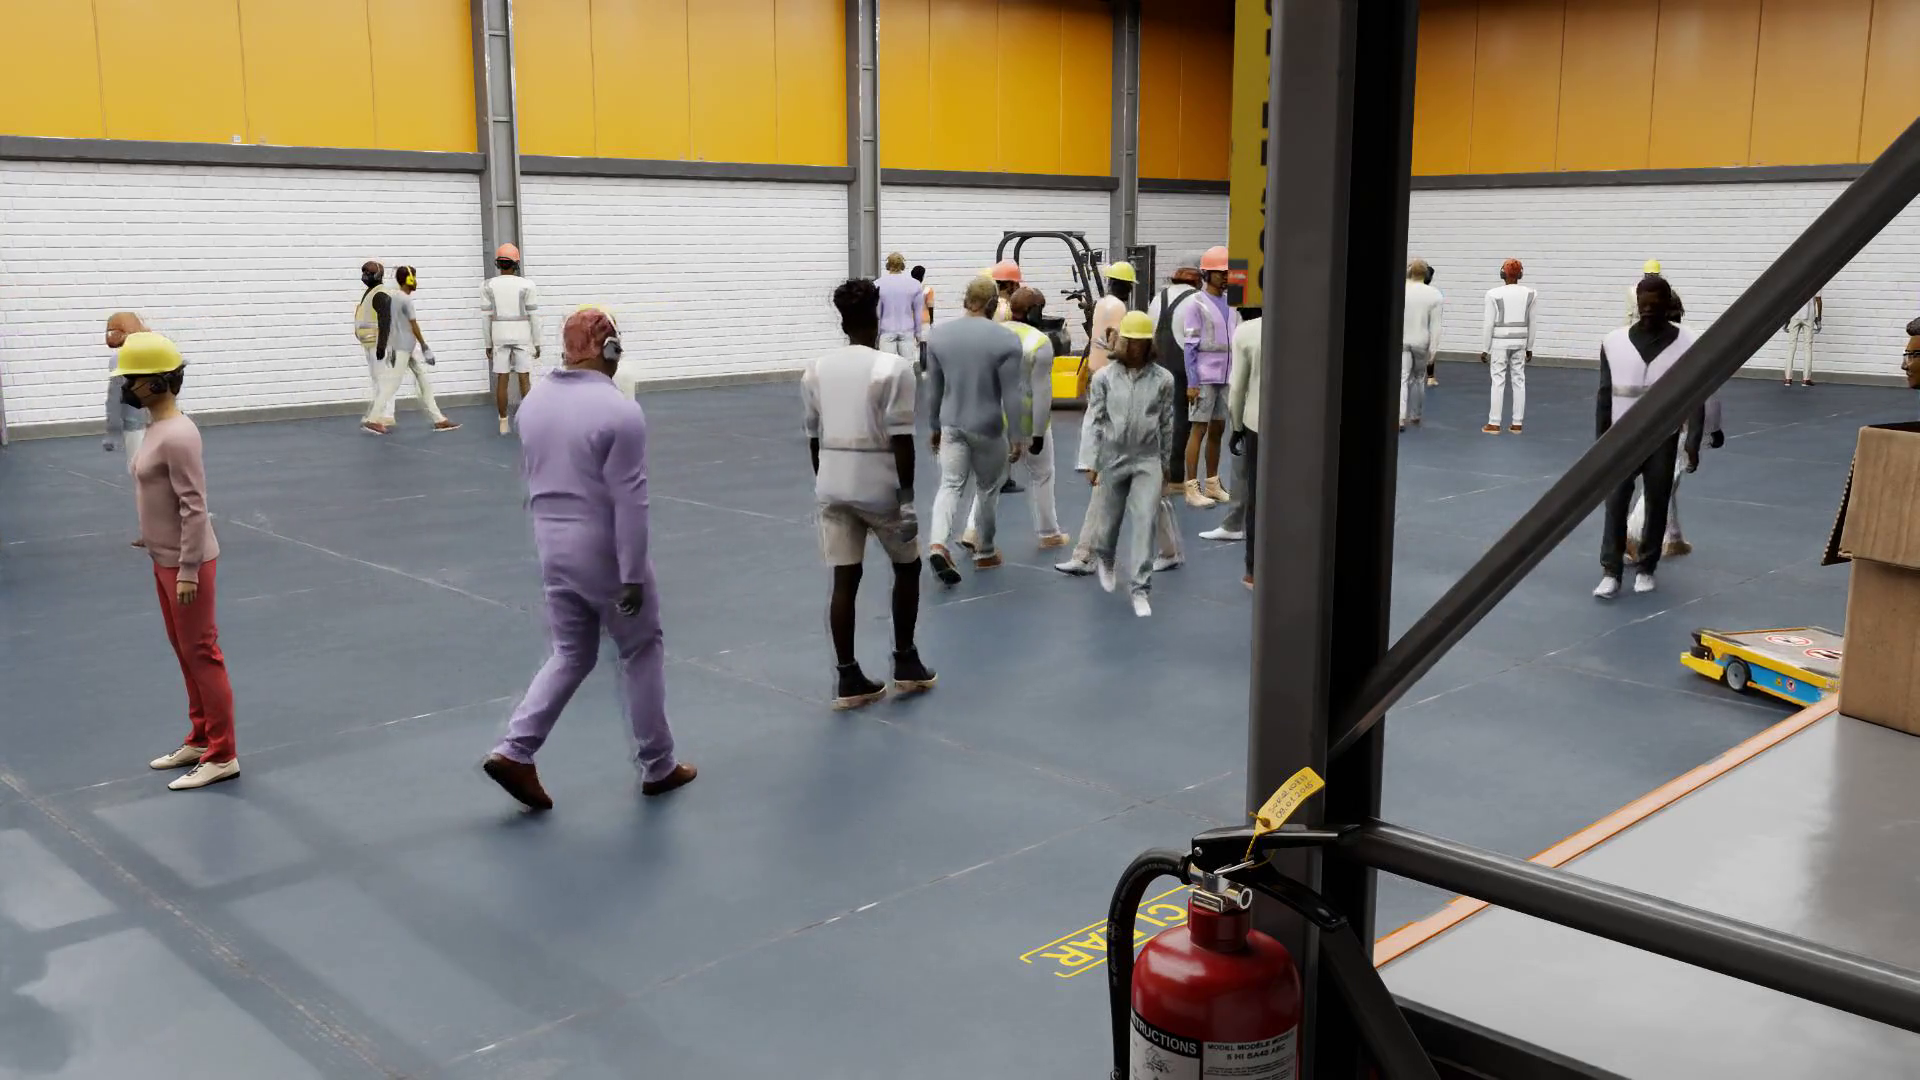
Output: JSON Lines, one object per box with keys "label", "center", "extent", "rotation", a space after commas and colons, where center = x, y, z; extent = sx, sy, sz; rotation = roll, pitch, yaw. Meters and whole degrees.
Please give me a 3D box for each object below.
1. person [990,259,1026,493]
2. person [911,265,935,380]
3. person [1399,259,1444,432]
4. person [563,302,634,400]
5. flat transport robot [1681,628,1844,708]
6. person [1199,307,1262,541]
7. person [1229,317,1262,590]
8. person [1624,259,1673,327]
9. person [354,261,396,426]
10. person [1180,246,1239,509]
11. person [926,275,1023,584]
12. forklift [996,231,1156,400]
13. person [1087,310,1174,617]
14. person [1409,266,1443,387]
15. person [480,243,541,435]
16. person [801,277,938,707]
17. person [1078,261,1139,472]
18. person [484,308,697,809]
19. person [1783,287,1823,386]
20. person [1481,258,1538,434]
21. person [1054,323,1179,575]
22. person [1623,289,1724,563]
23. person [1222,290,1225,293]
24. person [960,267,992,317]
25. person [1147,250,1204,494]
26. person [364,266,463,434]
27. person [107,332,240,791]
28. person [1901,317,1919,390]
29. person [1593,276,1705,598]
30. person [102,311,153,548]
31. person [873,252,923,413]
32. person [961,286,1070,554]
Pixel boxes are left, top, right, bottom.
{"label": "person", "center": [0.376, -1.363, 13.863], "extent": [0.364, 1.937, 0.548], "rotation": [-6, 12, -30]}
{"label": "person", "center": [-0.620, -3.221, 24.668], "extent": [0.525, 1.689, 0.320], "rotation": [3, 11, 17]}
{"label": "person", "center": [4.957, -2.133, 18.235], "extent": [0.626, 1.890, 1.051], "rotation": [3, 11, 15]}
{"label": "person", "center": [-2.110, -0.476, 9.508], "extent": [0.559, 1.745, 0.567], "rotation": [6, 12, 28]}
{"label": "flat transport robot", "center": [4.009, 0.631, 7.531], "extent": [0.652, 0.197, 1.431], "rotation": [-2, 11, -13]}
{"label": "person", "center": [2.174, -0.891, 11.459], "extent": [0.916, 1.877, 0.591], "rotation": [2, 11, 11]}
{"label": "person", "center": [1.930, -0.688, 10.023], "extent": [0.621, 1.992, 0.395], "rotation": [1, 10, 7]}
{"label": "person", "center": [8.925, -2.717, 21.562], "extent": [0.591, 1.825, 0.403], "rotation": [3, 11, 14]}
{"label": "person", "center": [-6.554, -2.196, 18.657], "extent": [0.429, 1.847, 0.627], "rotation": [-7, 12, -32]}
{"label": "person", "center": [2.001, -1.276, 13.094], "extent": [0.607, 2.044, 0.374], "rotation": [-10, 14, -42]}
{"label": "person", "center": [0.057, -0.681, 10.282], "extent": [0.647, 1.904, 0.921], "rotation": [4, 11, 20]}
{"label": "forklift", "center": [1.222, -2.721, 20.561], "extent": [2.313, 2.155, 1.214], "rotation": [2, 11, 13]}
{"label": "person", "center": [0.972, -0.469, 9.594], "extent": [0.496, 1.721, 0.781], "rotation": [0, 10, -2]}
{"label": "person", "center": [6.565, -3.018, 23.537], "extent": [0.530, 1.697, 0.322], "rotation": [7, 12, 32]}
{"label": "person", "center": [-4.794, -2.137, 17.789], "extent": [0.608, 2.044, 0.370], "rotation": [-1, 10, -6]}
{"label": "person", "center": [-0.396, -0.226, 7.657], "extent": [0.644, 1.933, 0.740], "rotation": [6, 12, 30]}
{"label": "person", "center": [1.443, -1.541, 14.949], "extent": [0.863, 1.885, 0.613], "rotation": [-3, 11, -15]}
{"label": "person", "center": [-1.422, 0.075, 6.208], "extent": [0.654, 1.870, 0.752], "rotation": [6, 12, 31]}
{"label": "person", "center": [11.976, -3.120, 23.630], "extent": [0.510, 1.870, 0.328], "rotation": [7, 13, 35]}
{"label": "person", "center": [5.891, -2.072, 17.879], "extent": [0.576, 1.882, 0.355], "rotation": [-1, 10, -4]}
{"label": "person", "center": [1.034, -0.560, 10.423], "extent": [0.859, 1.592, 0.513], "rotation": [-6, 12, -29]}
{"label": "person", "center": [4.567, -0.741, 10.879], "extent": [0.898, 1.795, 0.643], "rotation": [-6, 12, -31]}
{"label": "person", "center": [3.341, -2.617, 21.636], "extent": [0.863, 1.589, 0.545], "rotation": [1, 10, 7]}
{"label": "person", "center": [0.266, -1.762, 16.360], "extent": [0.625, 1.813, 0.438], "rotation": [-3, 11, -15]}
{"label": "person", "center": [1.867, -1.394, 13.744], "extent": [0.542, 2.000, 0.721], "rotation": [-7, 13, -34]}
{"label": "person", "center": [-5.984, -2.046, 17.956], "extent": [1.031, 1.812, 0.526], "rotation": [-5, 11, -23]}
{"label": "person", "center": [-3.051, 0.084, 6.438], "extent": [0.327, 1.767, 0.533], "rotation": [-7, 13, -35]}
{"label": "person", "center": [3.508, 0.115, 6.025], "extent": [0.320, 1.861, 0.514], "rotation": [9, 14, 42]}
{"label": "person", "center": [4.003, -0.582, 9.722], "extent": [0.616, 1.883, 0.859], "rotation": [6, 12, 30]}
{"label": "person", "center": [-5.595, -0.743, 11.339], "extent": [0.365, 1.615, 0.515], "rotation": [1, 10, 4]}
{"label": "person", "center": [-0.754, -2.443, 19.749], "extent": [0.631, 1.939, 0.372], "rotation": [-2, 11, -10]}
{"label": "person", "center": [0.363, -0.788, 11.124], "extent": [0.624, 1.804, 0.899], "rotation": [9, 14, 41]}
